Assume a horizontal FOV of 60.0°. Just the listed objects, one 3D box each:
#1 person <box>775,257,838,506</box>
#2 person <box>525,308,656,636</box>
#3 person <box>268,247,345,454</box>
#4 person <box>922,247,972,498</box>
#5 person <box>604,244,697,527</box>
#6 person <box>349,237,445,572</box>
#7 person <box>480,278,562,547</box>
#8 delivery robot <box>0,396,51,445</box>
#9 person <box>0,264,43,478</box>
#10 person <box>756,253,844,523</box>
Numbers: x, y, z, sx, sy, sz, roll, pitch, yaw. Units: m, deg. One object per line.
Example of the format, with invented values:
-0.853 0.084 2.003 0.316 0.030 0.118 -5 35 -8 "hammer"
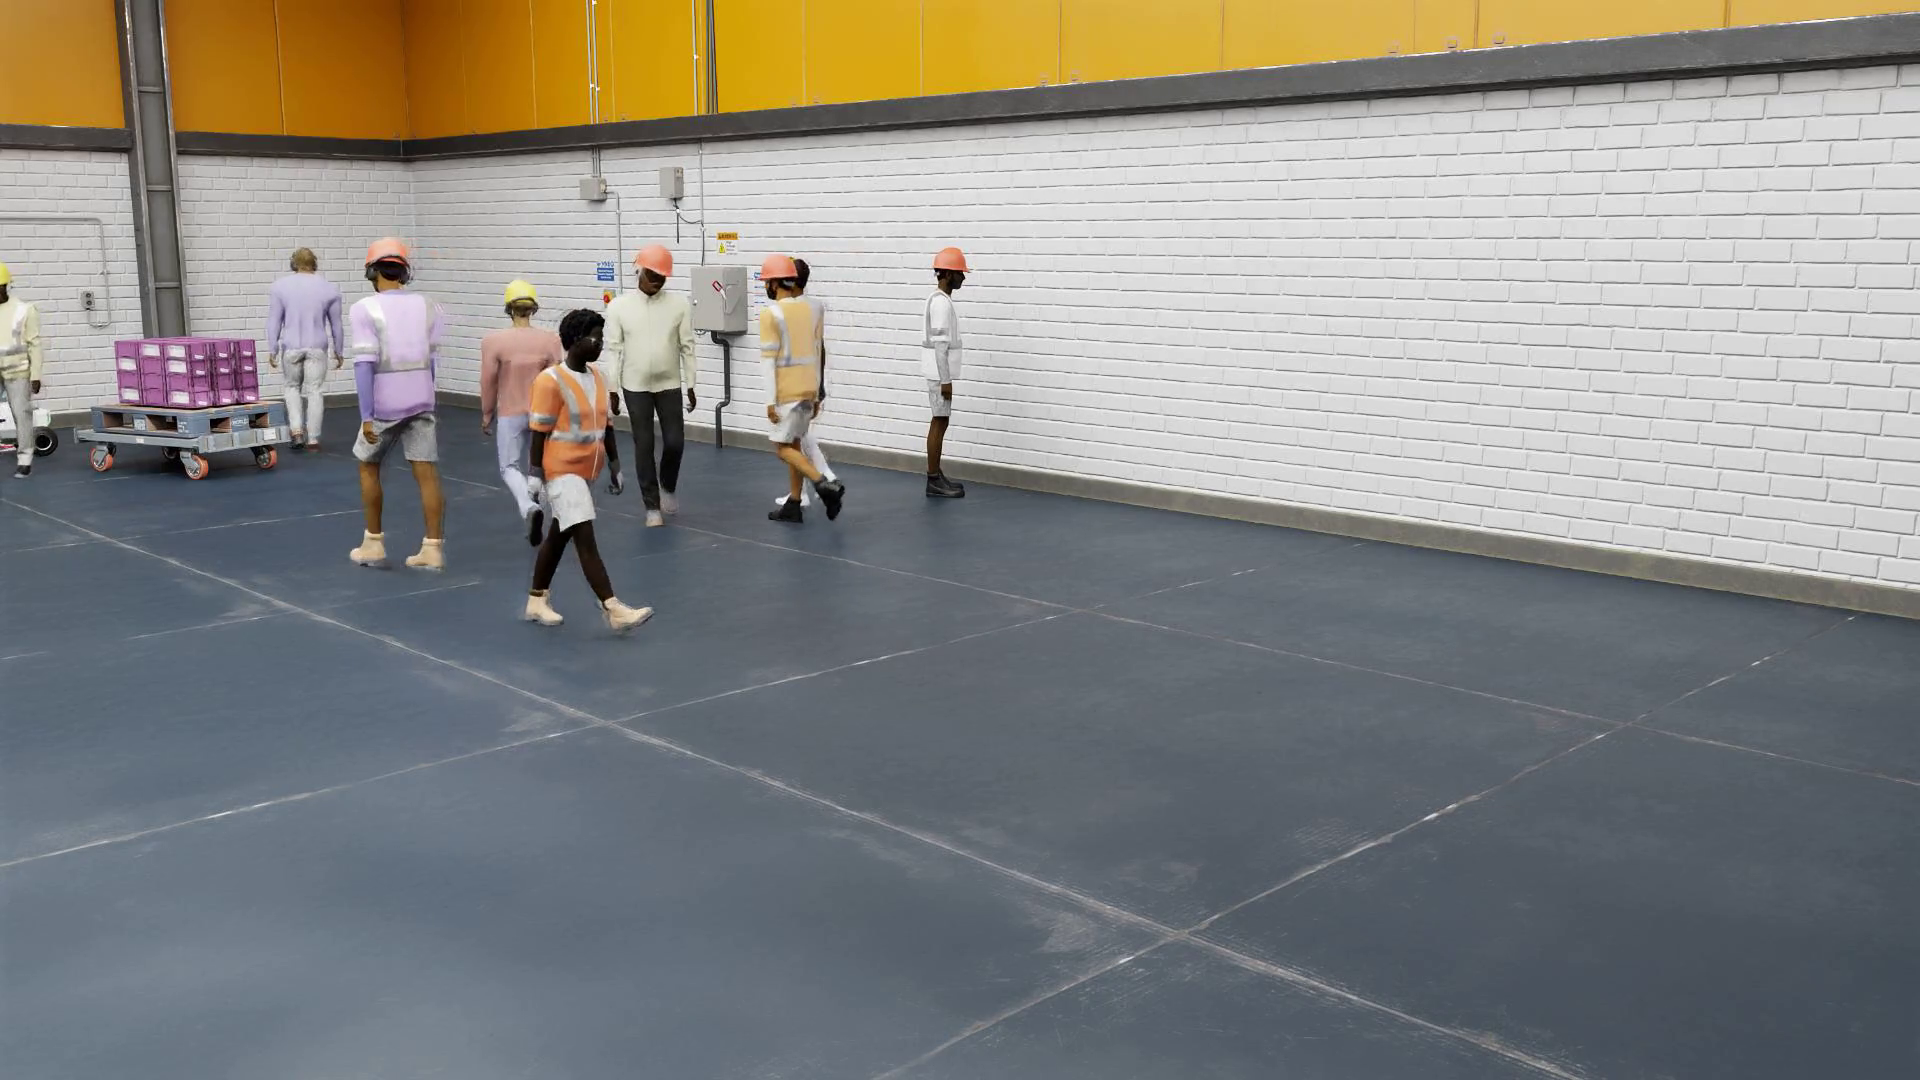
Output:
-1.199 -1.163 12.375 0.412 1.860 0.543 6 12 31 "person"
-1.908 -0.345 8.459 0.889 1.645 0.548 4 11 23 "person"
-6.086 -1.765 15.529 0.667 1.914 0.530 -4 11 -19 "person"
-0.102 -1.292 12.904 0.389 1.929 0.545 0 10 0 "person"
-2.155 -1.068 11.583 0.643 1.961 0.475 -3 11 -15 "person"
-3.435 -0.811 10.070 0.820 1.996 0.616 9 14 40 "person"
-2.792 -0.808 10.740 0.520 1.747 0.690 -6 12 -31 "person"
-8.735 -1.078 15.204 0.707 0.478 0.477 -11 15 -43 "delivery robot"
-7.875 -1.363 13.637 0.615 1.796 0.791 -2 11 -13 "person"
-1.095 -1.020 11.485 0.726 1.912 0.546 8 13 38 "person"
